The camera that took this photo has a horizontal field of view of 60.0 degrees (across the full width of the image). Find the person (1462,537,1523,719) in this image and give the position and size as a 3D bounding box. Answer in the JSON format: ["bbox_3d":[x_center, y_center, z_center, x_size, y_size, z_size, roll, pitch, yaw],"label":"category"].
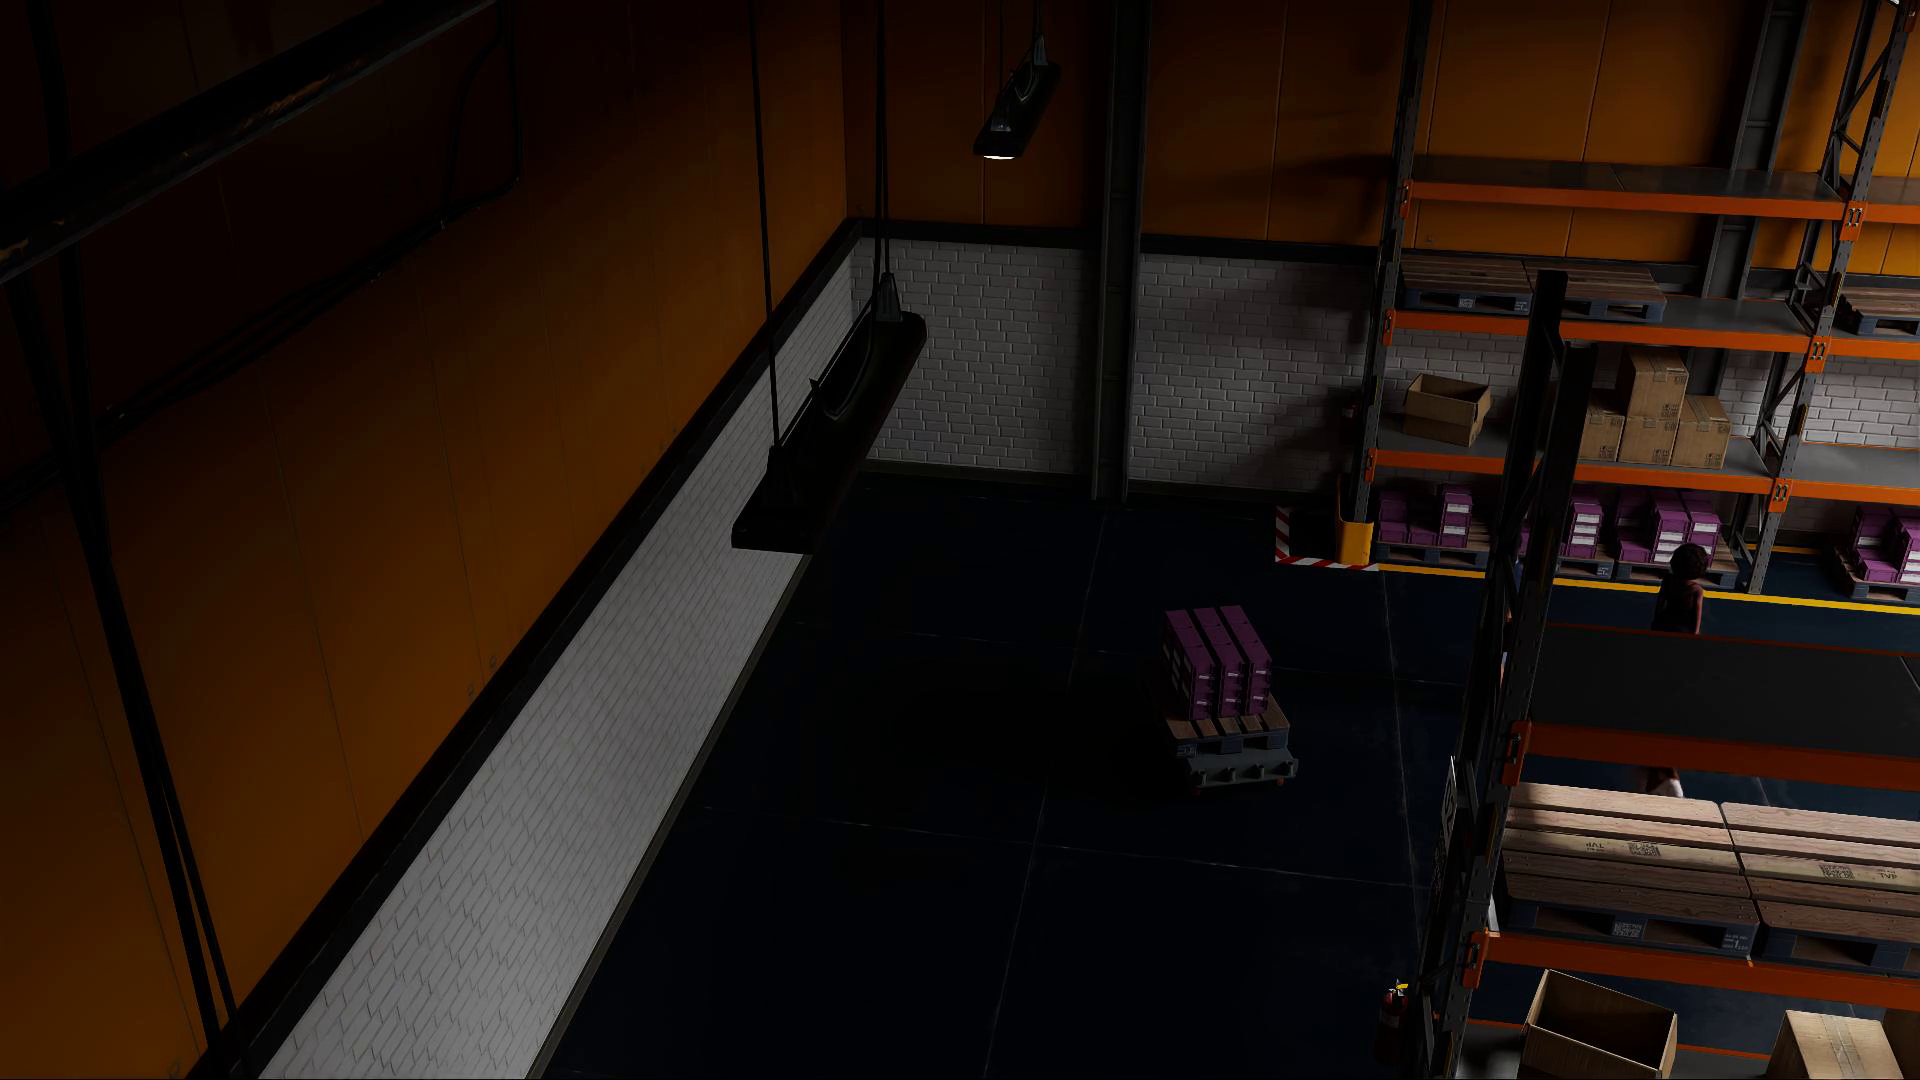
[{"bbox_3d":[4.793,0.731,14.742,0.597,1.842,0.652,0,29,0],"label":"person"}]

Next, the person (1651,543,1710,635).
[{"bbox_3d":[6.251,0.840,14.599,0.720,1.788,0.649,-22,35,-34],"label":"person"}]
